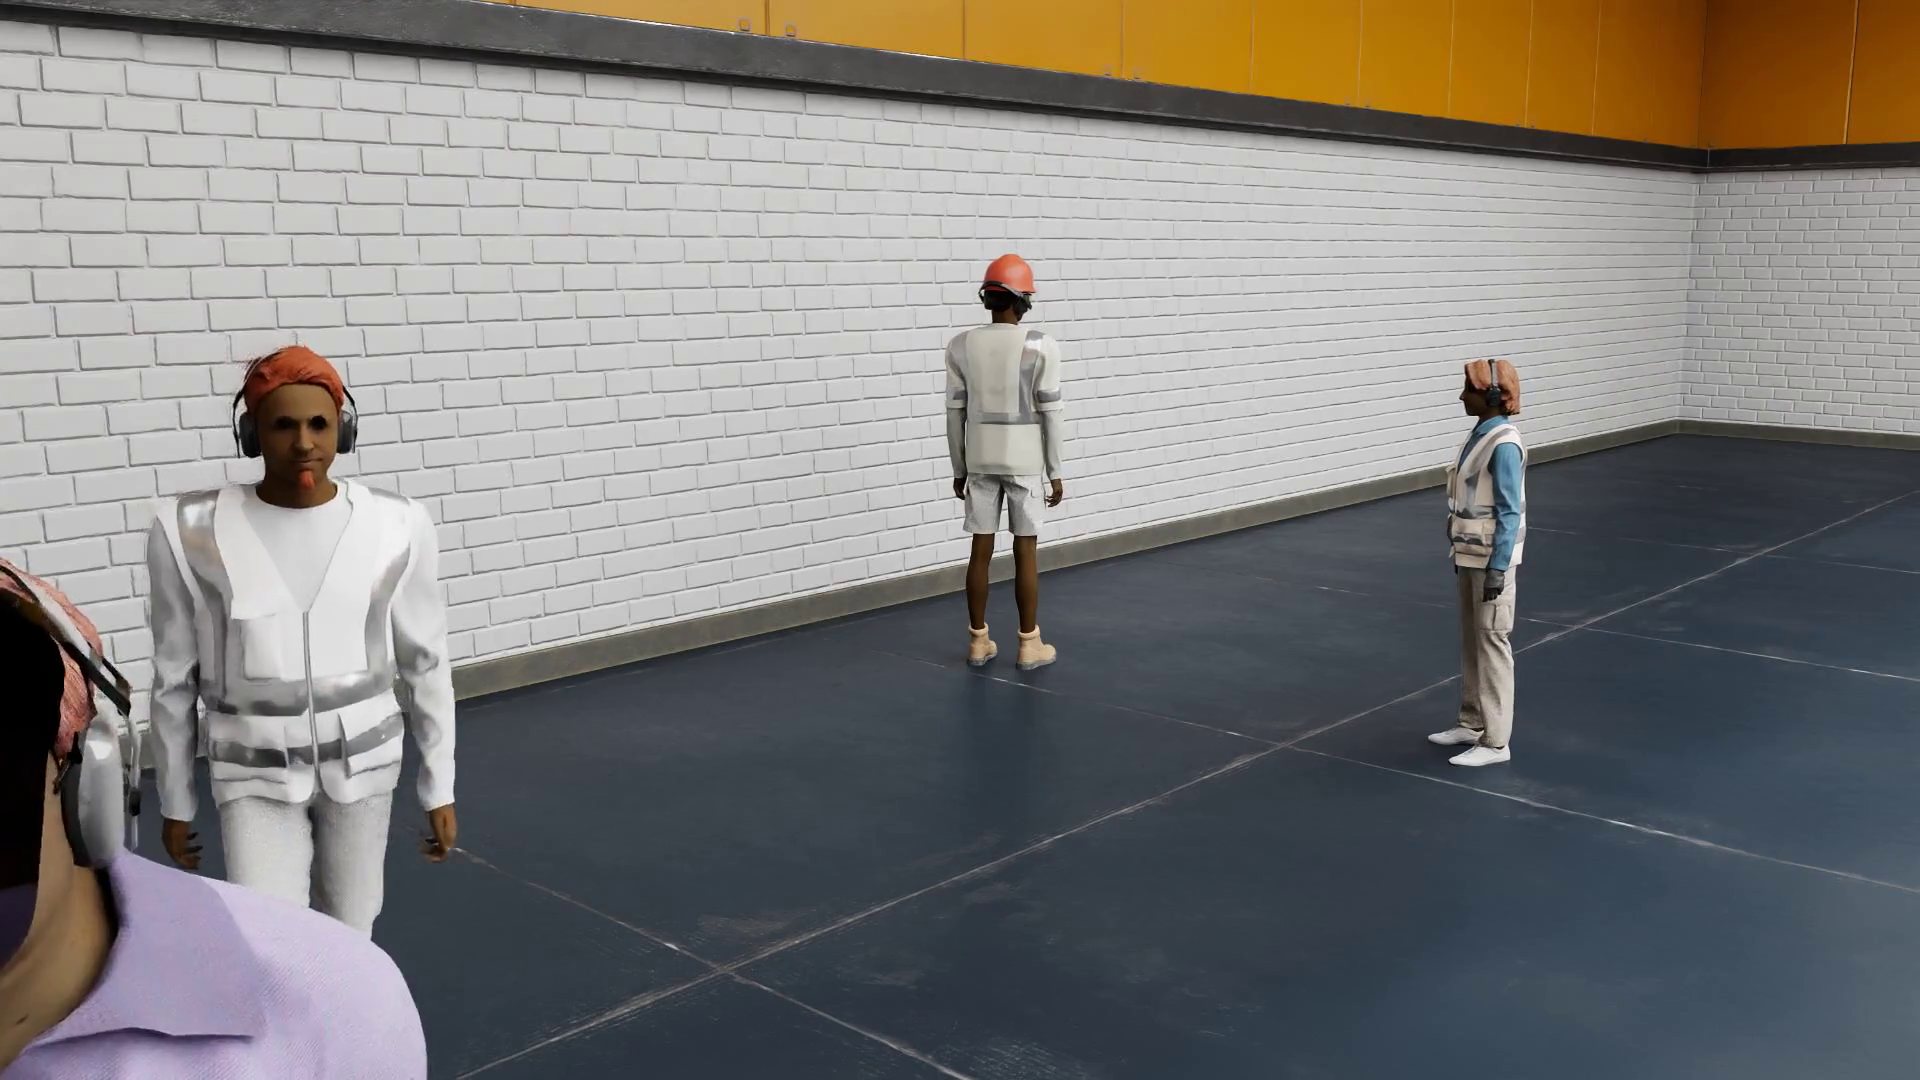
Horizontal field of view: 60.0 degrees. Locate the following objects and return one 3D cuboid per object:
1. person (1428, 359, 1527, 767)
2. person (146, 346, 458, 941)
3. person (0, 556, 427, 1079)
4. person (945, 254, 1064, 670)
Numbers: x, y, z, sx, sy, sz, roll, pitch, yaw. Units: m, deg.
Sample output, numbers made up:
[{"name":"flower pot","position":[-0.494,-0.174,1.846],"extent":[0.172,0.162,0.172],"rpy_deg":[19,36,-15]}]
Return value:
[{"name":"person","position":[2.110,0.091,6.703],"extent":[0.306,1.639,0.523],"rpy_deg":[0,10,2]},{"name":"person","position":[-1.335,0.543,3.461],"extent":[0.591,1.863,0.707],"rpy_deg":[-5,11,-29]},{"name":"person","position":[-0.653,0.934,1.163],"extent":[0.641,1.903,0.402],"rpy_deg":[-6,12,-30]},{"name":"person","position":[0.229,-0.377,8.219],"extent":[0.607,2.044,0.376],"rpy_deg":[4,11,21]}]
